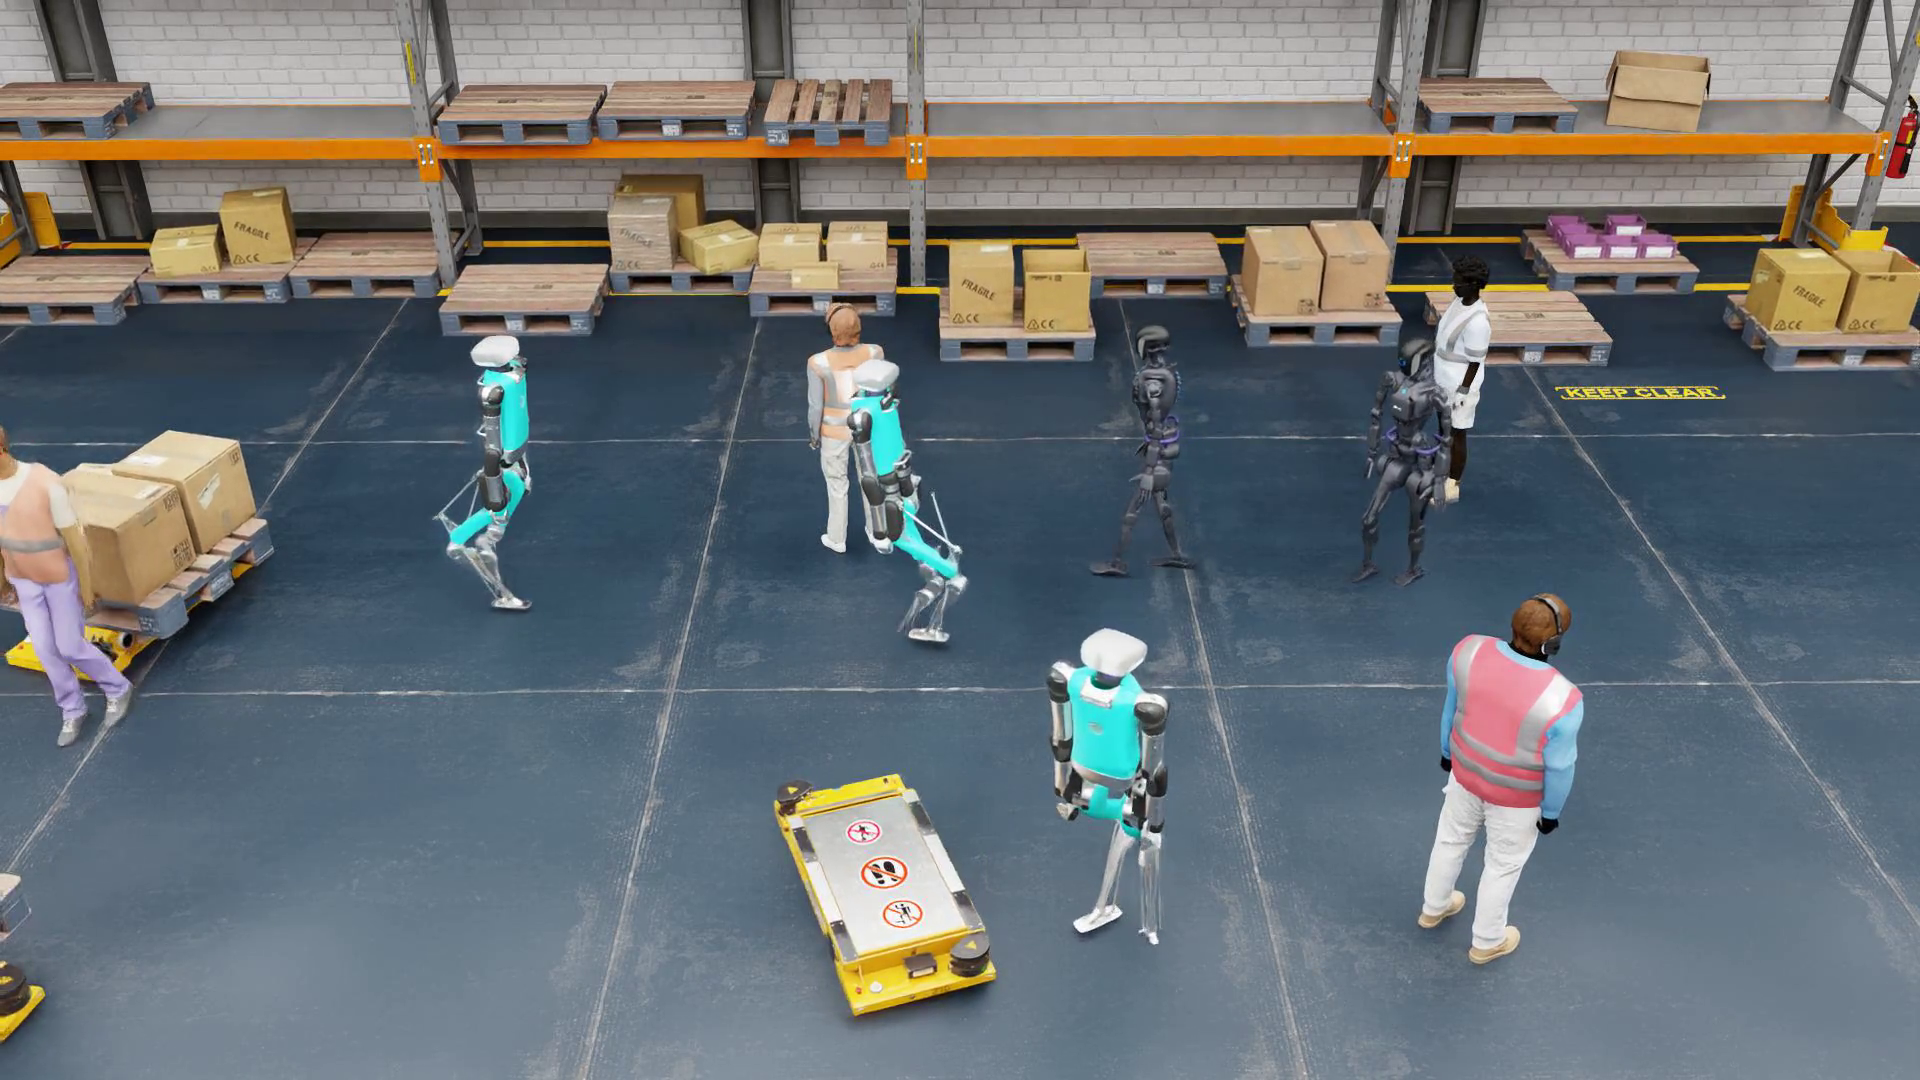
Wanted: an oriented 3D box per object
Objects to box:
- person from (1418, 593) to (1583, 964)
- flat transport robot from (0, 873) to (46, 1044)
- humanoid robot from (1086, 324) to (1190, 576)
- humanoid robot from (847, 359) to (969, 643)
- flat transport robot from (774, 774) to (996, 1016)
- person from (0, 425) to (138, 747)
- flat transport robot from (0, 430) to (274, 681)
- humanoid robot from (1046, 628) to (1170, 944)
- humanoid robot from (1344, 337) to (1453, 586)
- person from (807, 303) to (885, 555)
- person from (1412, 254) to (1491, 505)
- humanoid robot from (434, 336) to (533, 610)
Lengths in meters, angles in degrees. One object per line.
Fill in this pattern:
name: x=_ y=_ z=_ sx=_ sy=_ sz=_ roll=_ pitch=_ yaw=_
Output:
person: x=2.345 y=1.022 z=7.197 sx=0.431 sy=1.836 sz=0.629 roll=-23 pitch=38 yaw=-34
flat transport robot: x=-4.746 y=2.007 z=7.070 sx=1.431 sy=0.231 sz=0.659 roll=7 pitch=32 yaw=11
humanoid robot: x=1.106 y=-0.531 z=9.947 sx=0.701 sy=1.631 sz=0.615 roll=3 pitch=31 yaw=5
humanoid robot: x=-0.196 y=-0.116 z=9.206 sx=0.800 sy=1.793 sz=0.533 roll=9 pitch=32 yaw=15
flat transport robot: x=-0.384 y=1.585 z=7.772 sx=0.659 sy=0.231 sz=1.431 roll=-10 pitch=32 yaw=-17
person: x=-4.731 y=0.203 z=8.577 sx=0.589 sy=1.809 sz=0.496 roll=6 pitch=32 yaw=11
flat transport robot: x=-4.864 y=0.332 z=9.858 sx=0.659 sy=0.231 sz=1.431 roll=8 pitch=32 yaw=14
humanoid robot: x=0.728 y=1.063 z=7.231 sx=0.539 sy=1.802 sz=0.761 roll=17 pitch=35 yaw=26
humanoid robot: x=2.635 y=-0.439 z=9.784 sx=0.512 sy=1.640 sz=0.610 roll=-23 pitch=38 yaw=-33
person: x=-0.685 y=-0.673 z=10.198 sx=0.521 sy=1.639 sz=0.304 roll=-14 pitch=34 yaw=-22
person: x=3.203 y=-1.040 z=10.758 sx=0.319 sy=1.693 sz=0.531 roll=-1 pitch=31 yaw=-2
humanoid robot: x=-2.753 y=-0.290 z=9.559 sx=0.704 sy=1.880 sz=0.539 roll=3 pitch=31 yaw=5
